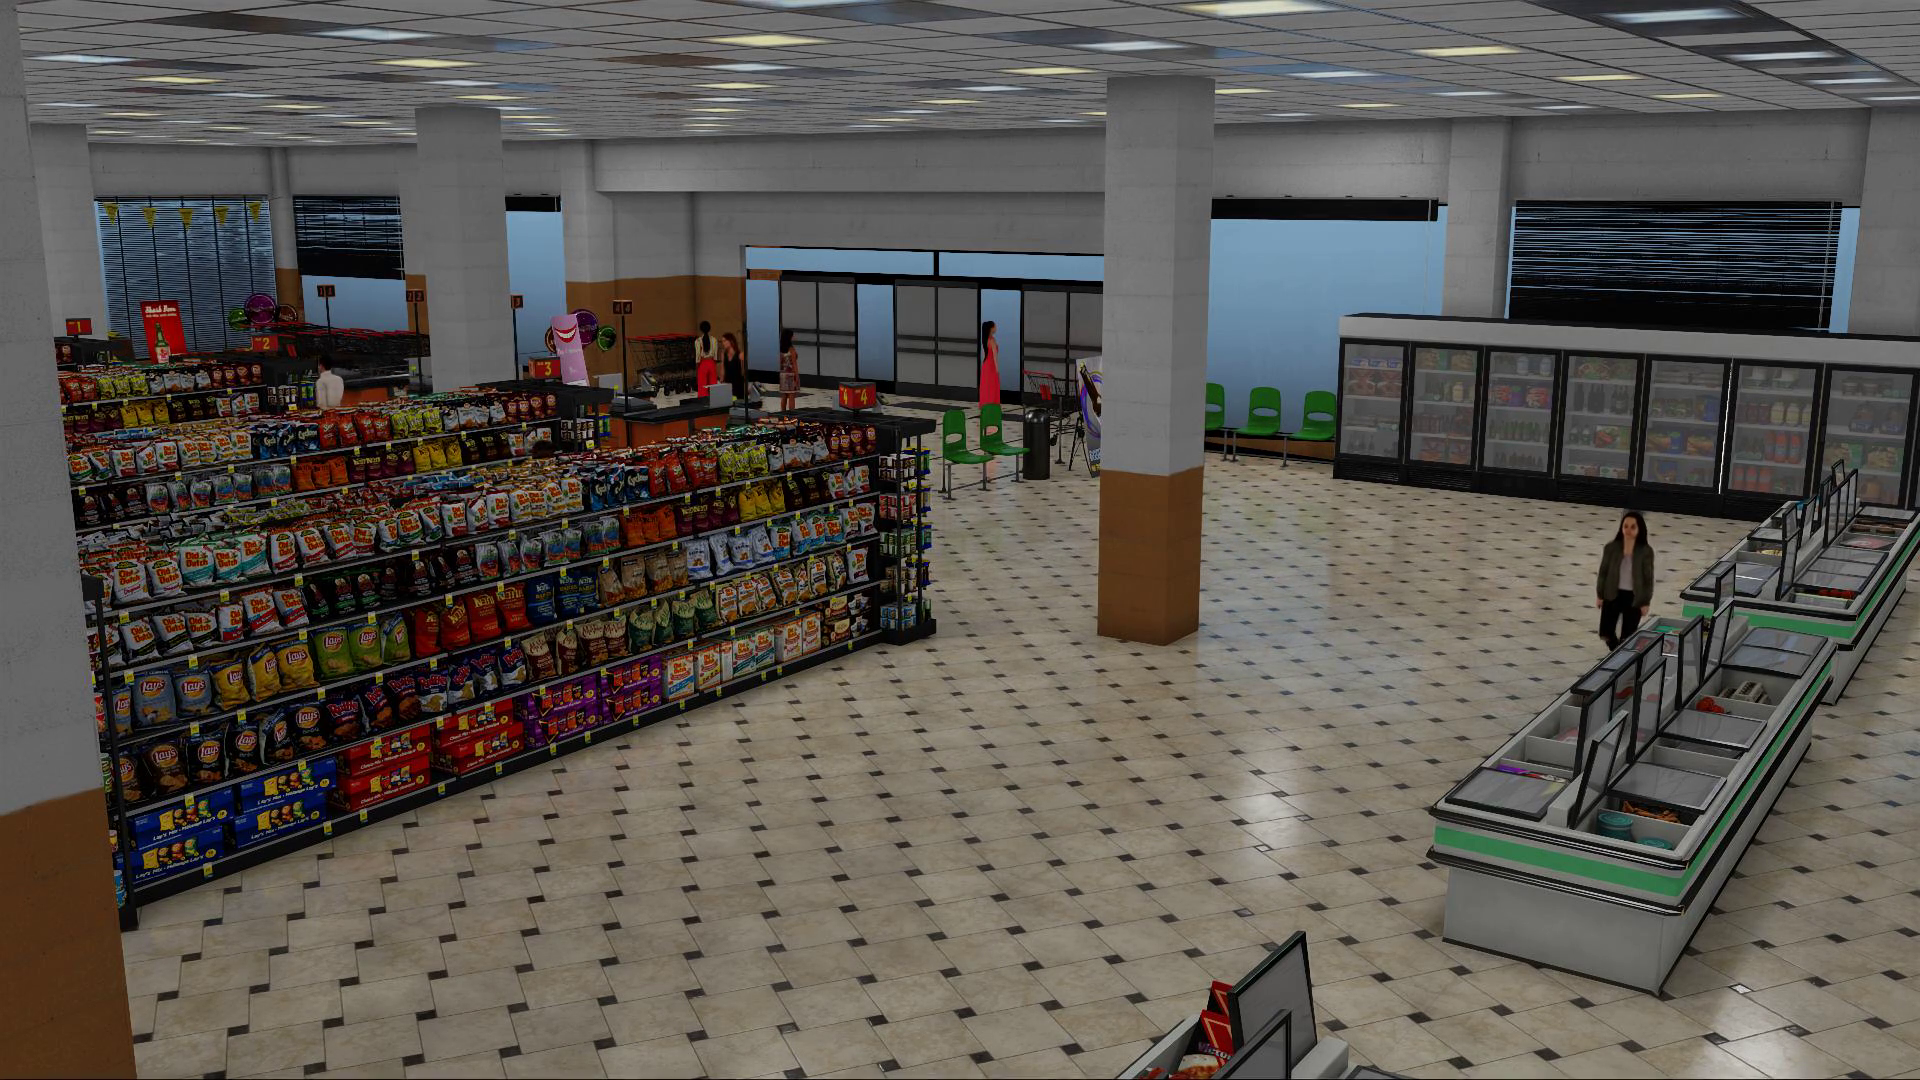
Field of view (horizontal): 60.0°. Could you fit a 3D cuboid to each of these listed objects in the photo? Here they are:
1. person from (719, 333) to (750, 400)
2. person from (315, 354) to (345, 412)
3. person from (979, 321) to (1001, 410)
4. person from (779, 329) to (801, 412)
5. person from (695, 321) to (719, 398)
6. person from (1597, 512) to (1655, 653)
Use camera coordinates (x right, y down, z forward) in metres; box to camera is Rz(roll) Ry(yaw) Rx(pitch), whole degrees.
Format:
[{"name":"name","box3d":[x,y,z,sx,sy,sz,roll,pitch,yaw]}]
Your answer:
[{"name":"person","box3d":[-3.507,-2.354,26.363,0.693,1.793,1.070,5,13,23]},{"name":"person","box3d":[-8.695,-1.675,23.123,0.826,1.799,0.756,4,13,18]},{"name":"person","box3d":[0.544,-3.096,30.047,0.710,1.727,0.703,-7,14,-28]},{"name":"person","box3d":[-3.013,-2.871,29.242,0.606,1.619,0.695,-11,16,-41]},{"name":"person","box3d":[-4.446,-2.949,29.187,0.588,1.793,0.722,-8,14,-32]},{"name":"person","box3d":[5.474,0.484,13.665,0.594,1.472,0.638,8,14,33]}]
